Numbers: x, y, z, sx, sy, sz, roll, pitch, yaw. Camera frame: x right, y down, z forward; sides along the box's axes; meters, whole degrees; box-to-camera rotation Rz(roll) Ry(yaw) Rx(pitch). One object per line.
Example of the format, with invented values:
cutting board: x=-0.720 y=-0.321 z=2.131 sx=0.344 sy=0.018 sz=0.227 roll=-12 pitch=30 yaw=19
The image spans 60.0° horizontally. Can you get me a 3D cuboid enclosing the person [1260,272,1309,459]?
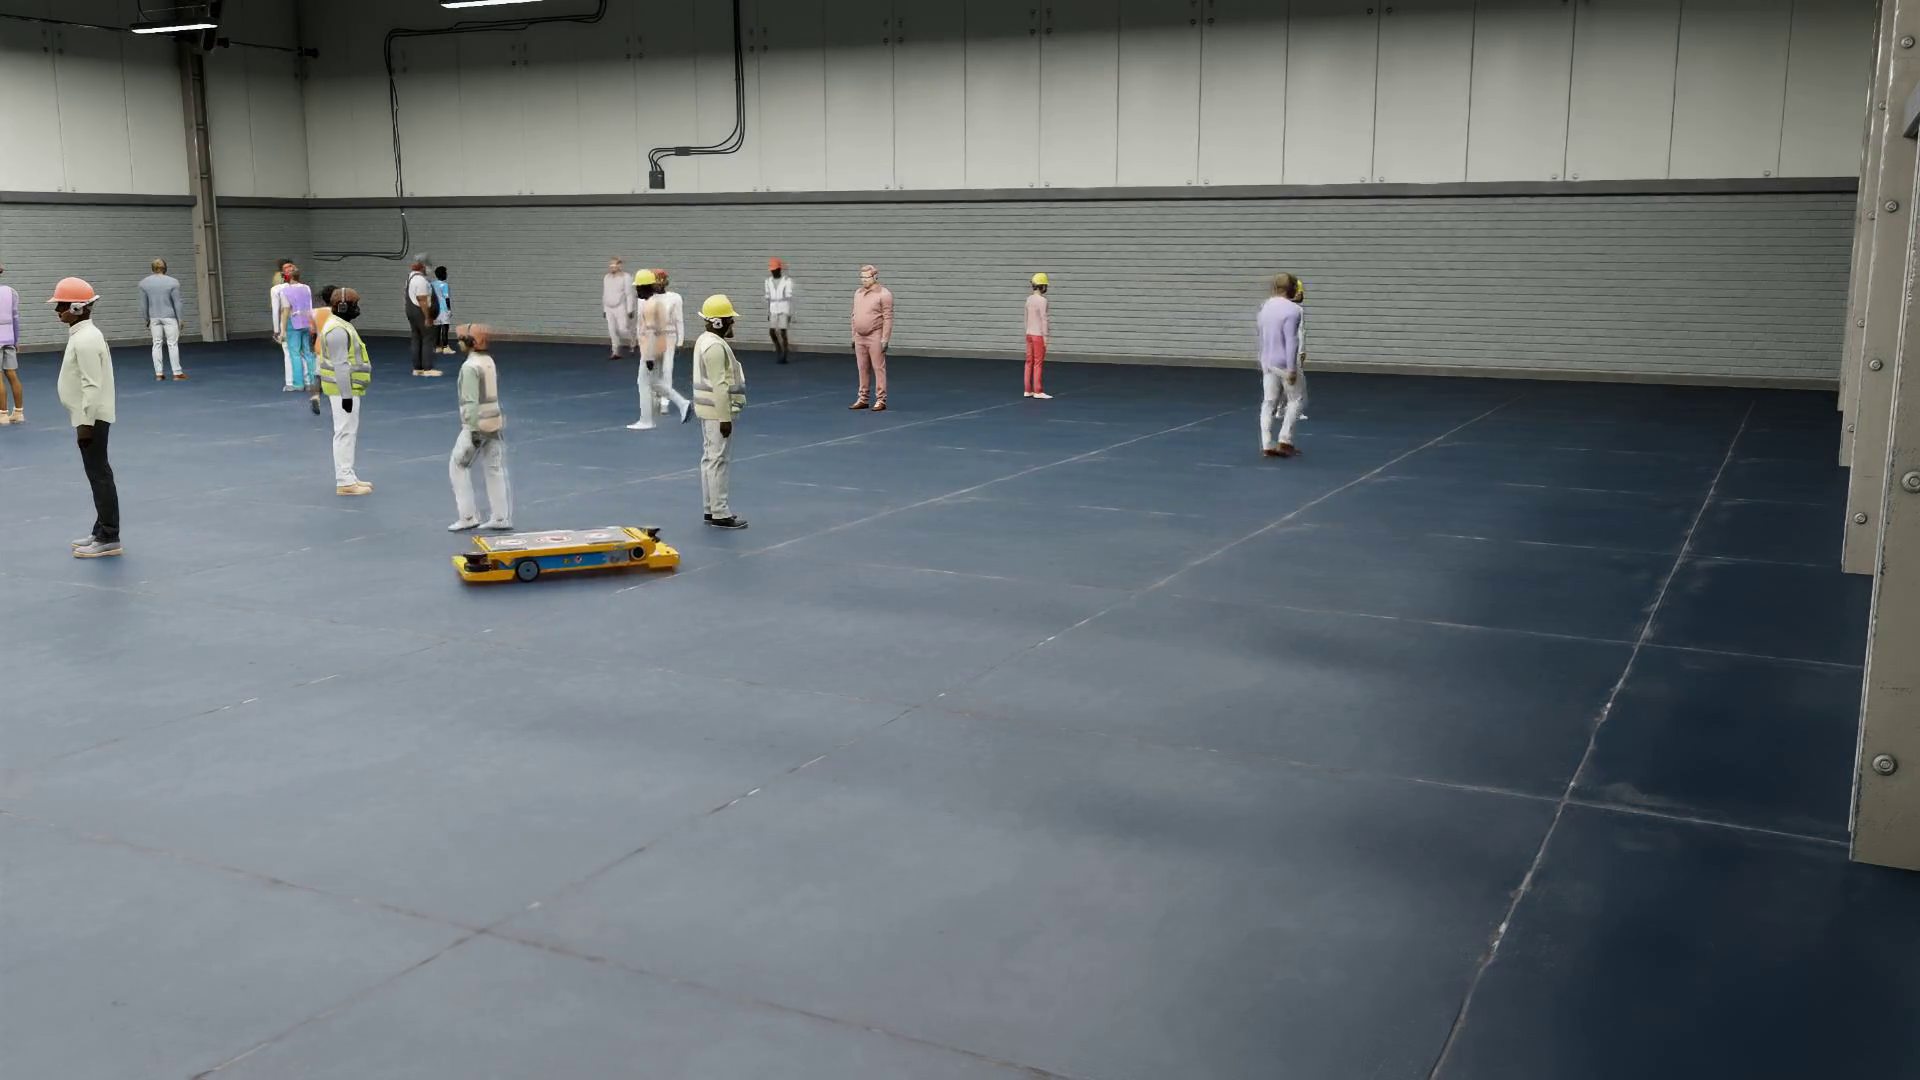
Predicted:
person: x=3.356 y=-1.786 z=17.105 sx=0.564 sy=1.920 sz=0.655 roll=-4 pitch=11 yaw=-23

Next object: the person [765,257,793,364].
person: x=-3.231 y=-4.071 z=29.628 sx=0.548 sy=1.906 sz=0.479 roll=3 pitch=11 yaw=17

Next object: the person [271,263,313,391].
person: x=-9.828 y=-3.125 z=24.520 sx=0.576 sy=1.882 sz=0.355 roll=-7 pitch=13 yaw=-35

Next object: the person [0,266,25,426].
person: x=-11.656 y=-2.397 z=20.108 sx=0.382 sy=2.040 sz=0.616 roll=2 pitch=11 yaw=12

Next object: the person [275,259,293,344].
person: x=-13.406 y=-4.688 z=33.169 sx=0.467 sy=1.832 sz=0.622 roll=-10 pitch=14 yaw=-44

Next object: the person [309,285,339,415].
person: x=-7.931 y=-2.364 z=20.925 sx=0.539 sy=1.676 sz=0.612 roll=1 pitch=10 yaw=8

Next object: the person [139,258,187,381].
person: x=-12.612 y=-3.485 z=26.327 sx=0.627 sy=1.940 sz=0.375 roll=0 pitch=10 yaw=-2

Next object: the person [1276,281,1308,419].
person: x=4.158 y=-2.379 z=20.827 sx=0.294 sy=1.744 sz=0.486 roll=-6 pitch=12 yaw=-29

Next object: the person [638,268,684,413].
person: x=-3.870 y=-2.579 z=21.566 sx=0.598 sy=1.871 sz=0.489 roll=-2 pitch=11 yaw=-8

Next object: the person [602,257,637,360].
person: x=-6.327 y=-4.293 z=30.842 sx=0.640 sy=1.898 sz=0.543 roll=5 pitch=12 yaw=26

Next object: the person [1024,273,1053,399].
person: x=1.103 y=-2.874 z=23.466 sx=0.331 sy=1.768 sz=0.527 roll=-5 pitch=12 yaw=-27

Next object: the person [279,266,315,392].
person: x=-9.734 y=-3.094 z=24.446 sx=0.367 sy=1.843 sz=0.570 roll=4 pitch=11 yaw=20

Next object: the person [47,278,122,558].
person: x=-6.268 y=-0.878 z=11.954 sx=0.375 sy=1.995 sz=0.611 roll=-6 pitch=12 yaw=-28

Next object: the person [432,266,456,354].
person: x=-10.033 y=-4.450 z=32.249 sx=0.542 sy=1.695 sz=0.316 roll=9 pitch=14 yaw=40

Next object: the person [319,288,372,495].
person: x=-5.451 y=-1.317 z=14.796 sx=0.429 sy=1.835 sz=0.630 roll=-3 pitch=11 yaw=-17

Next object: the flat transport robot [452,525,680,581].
flat transport robot: x=-2.713 y=0.080 z=11.440 sx=1.431 sy=0.197 sz=0.652 roll=-5 pitch=11 yaw=-24

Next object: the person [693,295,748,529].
person: x=-1.887 y=-1.004 z=13.084 sx=0.403 sy=1.835 sz=0.588 roll=-4 pitch=11 yaw=-19

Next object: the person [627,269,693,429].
person: x=-3.592 y=-2.254 z=19.712 sx=0.689 sy=1.904 sz=0.601 roll=0 pitch=10 yaw=2

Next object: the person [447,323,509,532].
person: x=-3.789 y=-0.864 z=12.905 sx=0.565 sy=1.618 sz=0.518 roll=2 pitch=11 yaw=9

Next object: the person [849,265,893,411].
person: x=-1.190 y=-2.651 z=21.876 sx=0.641 sy=1.905 sz=0.410 roll=8 pitch=13 yaw=36

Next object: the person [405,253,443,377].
person: x=-8.772 y=-3.697 z=27.206 sx=0.540 sy=2.000 sz=0.709 roll=-7 pitch=12 yaw=-33
